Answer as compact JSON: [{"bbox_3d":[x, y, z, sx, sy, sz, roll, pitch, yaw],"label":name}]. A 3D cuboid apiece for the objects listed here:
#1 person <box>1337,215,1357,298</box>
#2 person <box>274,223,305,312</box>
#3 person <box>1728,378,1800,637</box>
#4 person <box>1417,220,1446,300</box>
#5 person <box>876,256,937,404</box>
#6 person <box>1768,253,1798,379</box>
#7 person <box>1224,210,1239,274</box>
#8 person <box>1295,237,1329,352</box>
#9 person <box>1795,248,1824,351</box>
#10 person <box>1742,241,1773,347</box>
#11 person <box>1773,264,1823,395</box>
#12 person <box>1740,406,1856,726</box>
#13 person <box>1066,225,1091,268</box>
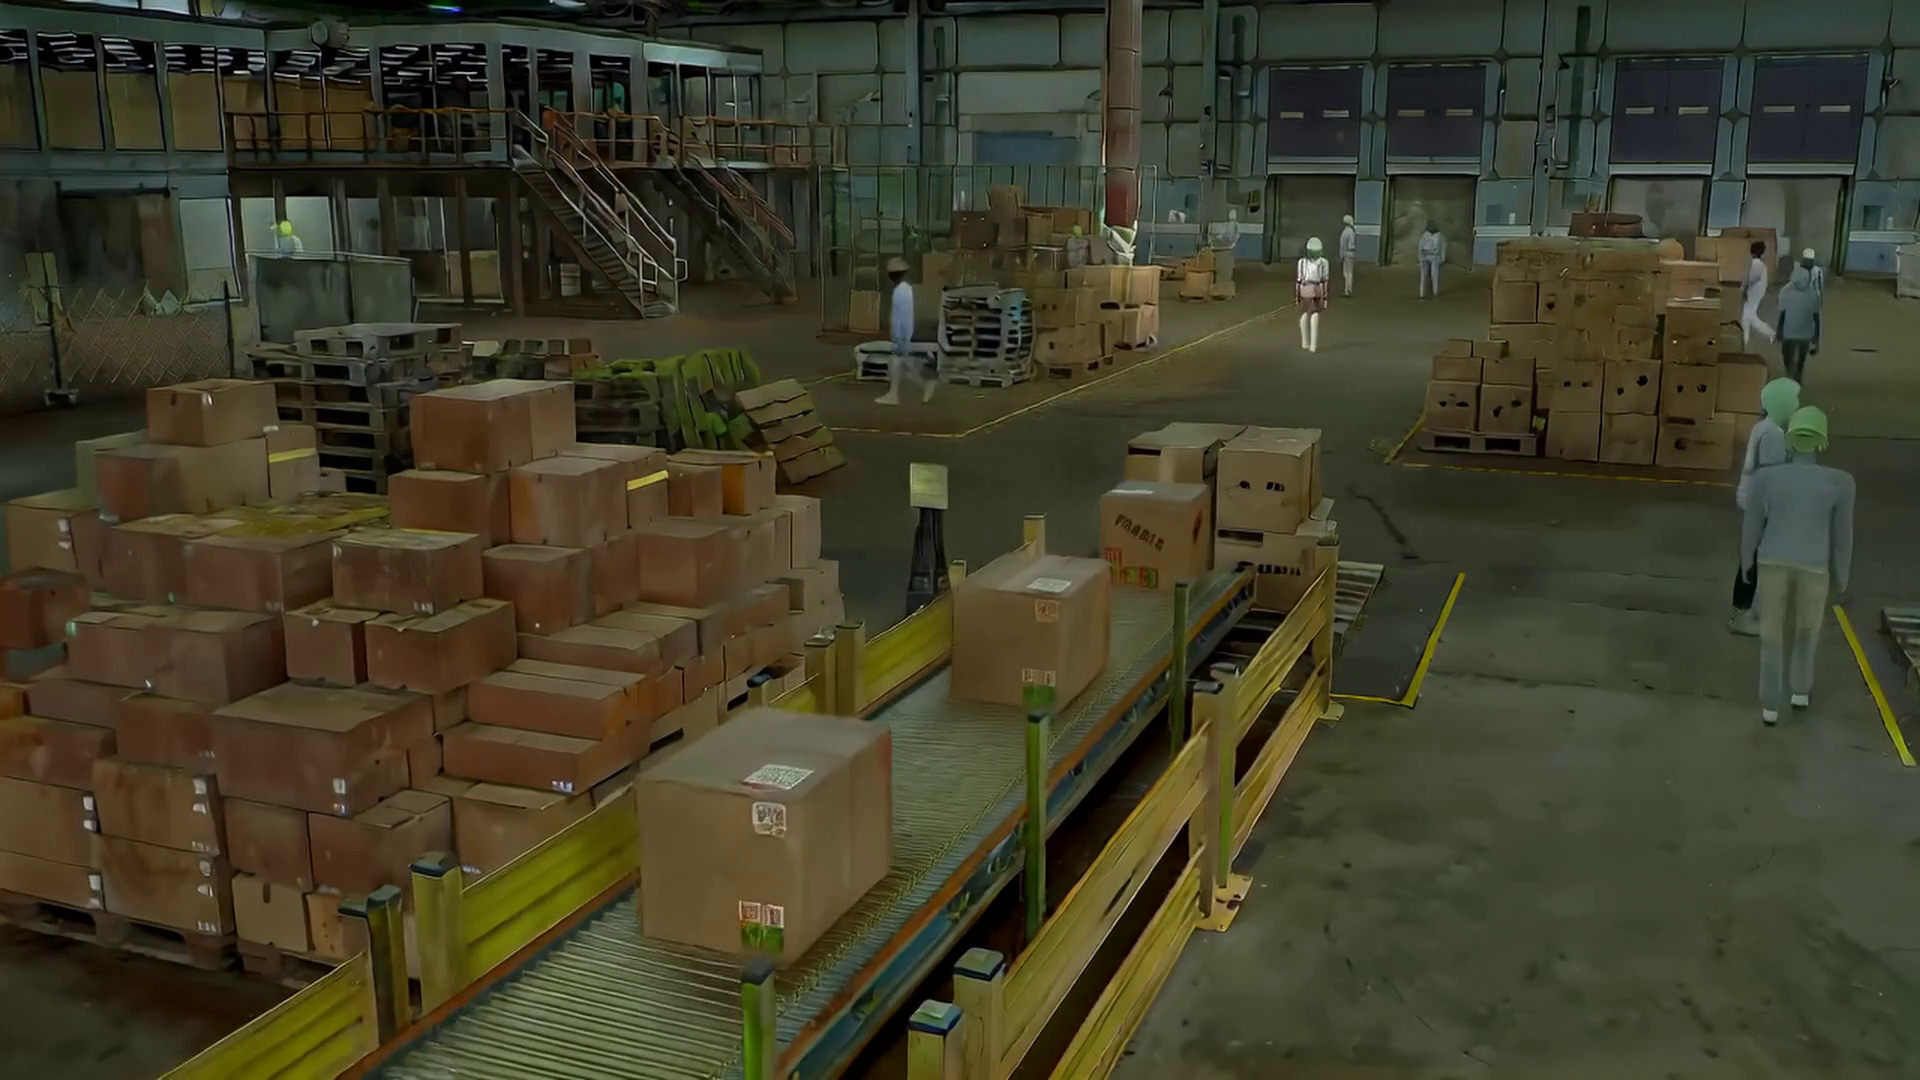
[{"bbox_3d":[9.180,-6.719,39.433,0.405,1.948,0.605,8,15,31],"label":"person"},{"bbox_3d":[-14.346,-5.836,35.620,0.573,1.883,0.354,-5,13,-21],"label":"person"},{"bbox_3d":[5.252,-0.221,10.880,0.321,1.692,0.540,4,13,19],"label":"person"},{"bbox_3d":[10.992,-6.530,38.827,0.637,1.842,0.429,5,14,21],"label":"person"},{"bbox_3d":[-0.700,-2.686,21.417,0.742,1.921,0.560,2,13,7],"label":"person"},{"bbox_3d":[11.279,-2.936,22.566,0.532,1.898,0.626,3,13,13],"label":"person"},{"bbox_3d":[7.902,-8.663,48.400,0.428,1.840,0.631,-1,13,-4],"label":"person"},{"bbox_3d":[5.894,-4.132,27.933,0.546,1.914,0.736,2,13,7],"label":"person"},{"bbox_3d":[14.208,-4.042,27.941,0.492,1.712,0.649,9,15,35],"label":"person"},{"bbox_3d":[13.552,-4.151,28.217,0.517,1.822,0.800,-12,17,-42],"label":"person"},{"bbox_3d":[10.682,-2.595,21.206,0.503,1.846,0.763,9,16,36],"label":"person"},{"bbox_3d":[4.612,0.121,9.197,0.553,1.737,0.739,7,14,27],"label":"person"},{"bbox_3d":[2.288,-5.186,32.577,0.371,1.941,0.627,-9,16,-36],"label":"person"}]
